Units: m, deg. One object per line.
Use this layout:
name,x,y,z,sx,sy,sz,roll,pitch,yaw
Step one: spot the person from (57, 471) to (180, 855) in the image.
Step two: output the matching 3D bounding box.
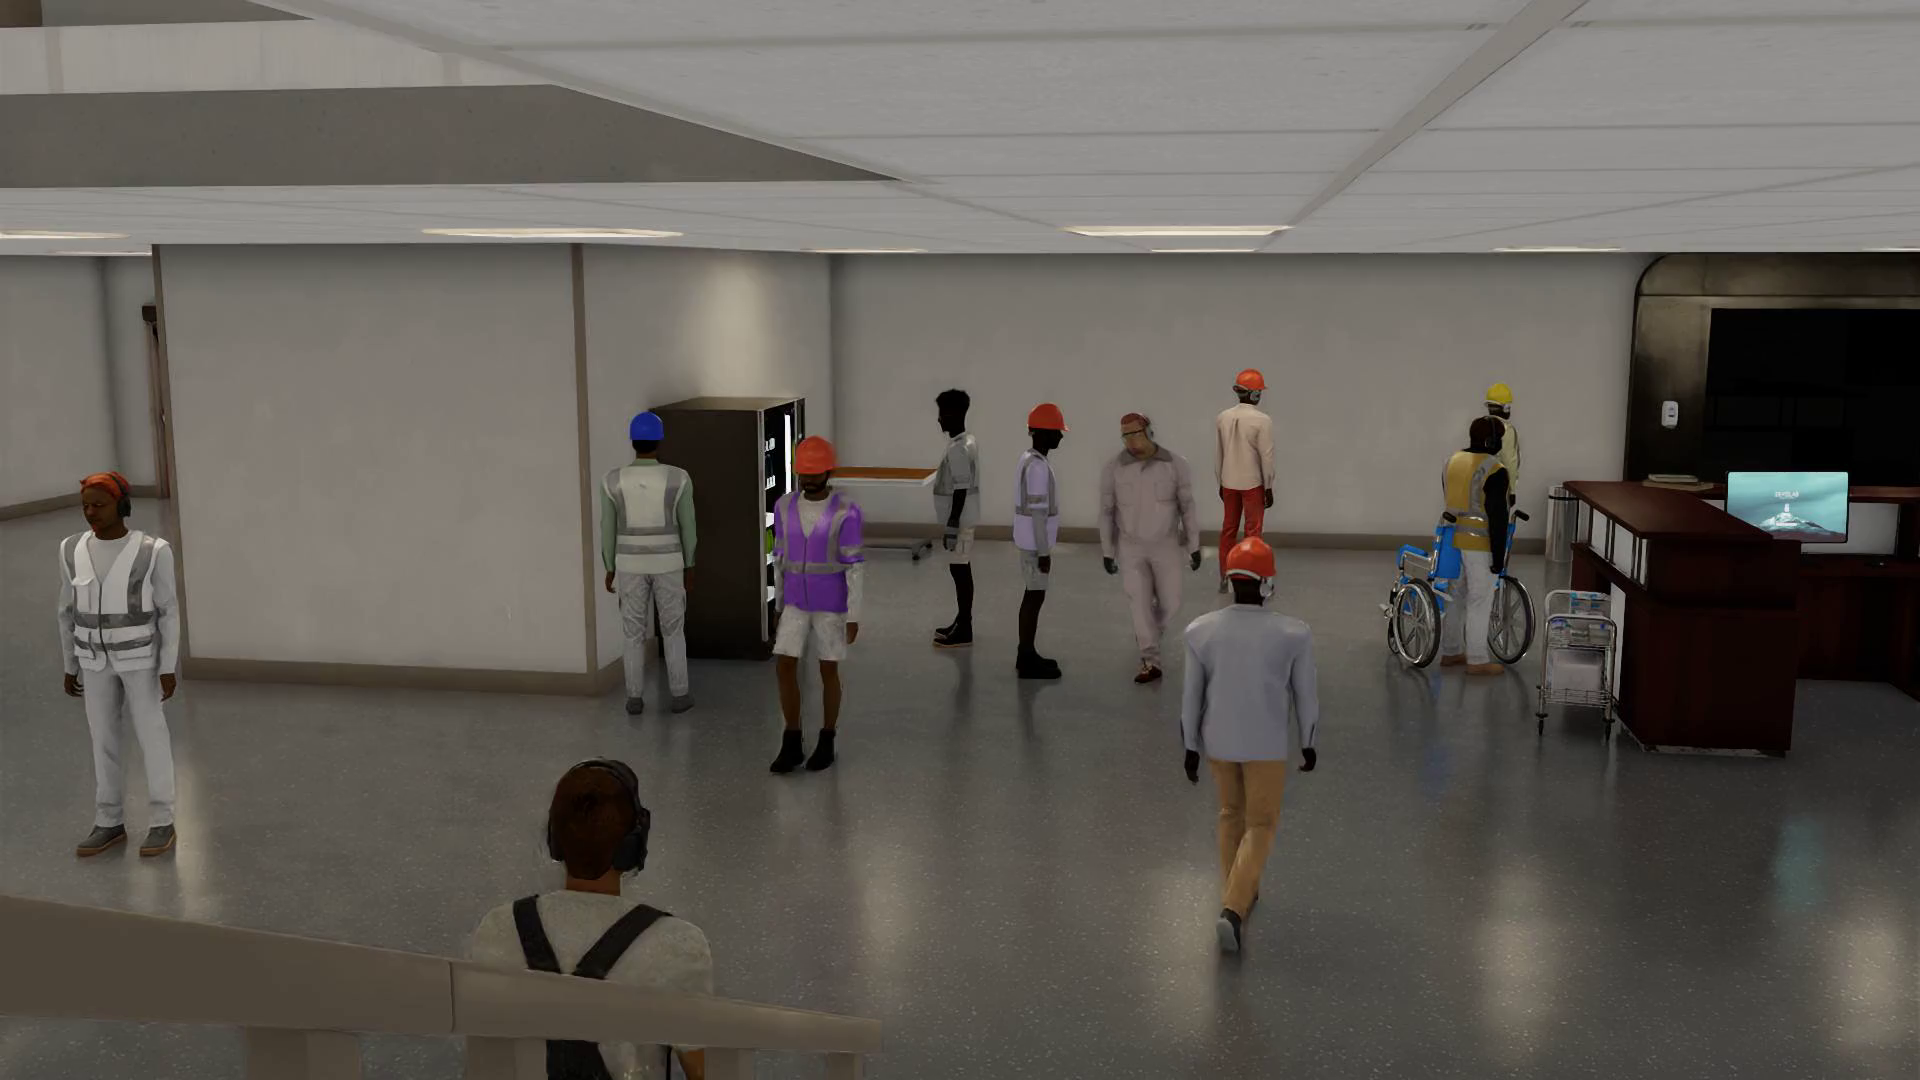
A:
person,-4.094,0.604,8.105,0.575,1.883,0.355,0,9,2

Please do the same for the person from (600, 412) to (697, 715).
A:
person,-1.988,0.156,10.664,0.605,1.949,0.400,0,9,-3

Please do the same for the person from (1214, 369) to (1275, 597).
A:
person,2.496,-0.493,14.521,0.381,1.994,0.617,-8,12,-42

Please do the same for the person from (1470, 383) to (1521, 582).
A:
person,4.862,-0.504,15.078,0.404,1.837,0.594,-3,10,-17

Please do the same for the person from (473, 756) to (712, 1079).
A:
person,-0.751,1.351,3.666,0.535,1.822,0.643,2,9,10

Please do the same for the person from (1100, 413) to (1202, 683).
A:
person,1.330,0.040,11.649,0.704,1.867,0.622,1,9,7

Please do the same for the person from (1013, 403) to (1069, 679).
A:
person,0.568,0.005,11.666,0.384,1.929,0.549,0,9,-2

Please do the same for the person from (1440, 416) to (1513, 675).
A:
person,3.656,0.038,11.757,0.430,1.838,0.625,-4,10,-21

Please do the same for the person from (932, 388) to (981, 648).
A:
person,-0.028,-0.168,12.608,0.367,1.966,0.605,1,9,4

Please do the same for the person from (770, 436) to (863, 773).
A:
person,-0.843,0.381,9.340,0.580,1.922,0.602,3,10,18

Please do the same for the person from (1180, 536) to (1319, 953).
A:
person,1.209,0.852,7.078,0.557,1.724,0.782,5,11,29
